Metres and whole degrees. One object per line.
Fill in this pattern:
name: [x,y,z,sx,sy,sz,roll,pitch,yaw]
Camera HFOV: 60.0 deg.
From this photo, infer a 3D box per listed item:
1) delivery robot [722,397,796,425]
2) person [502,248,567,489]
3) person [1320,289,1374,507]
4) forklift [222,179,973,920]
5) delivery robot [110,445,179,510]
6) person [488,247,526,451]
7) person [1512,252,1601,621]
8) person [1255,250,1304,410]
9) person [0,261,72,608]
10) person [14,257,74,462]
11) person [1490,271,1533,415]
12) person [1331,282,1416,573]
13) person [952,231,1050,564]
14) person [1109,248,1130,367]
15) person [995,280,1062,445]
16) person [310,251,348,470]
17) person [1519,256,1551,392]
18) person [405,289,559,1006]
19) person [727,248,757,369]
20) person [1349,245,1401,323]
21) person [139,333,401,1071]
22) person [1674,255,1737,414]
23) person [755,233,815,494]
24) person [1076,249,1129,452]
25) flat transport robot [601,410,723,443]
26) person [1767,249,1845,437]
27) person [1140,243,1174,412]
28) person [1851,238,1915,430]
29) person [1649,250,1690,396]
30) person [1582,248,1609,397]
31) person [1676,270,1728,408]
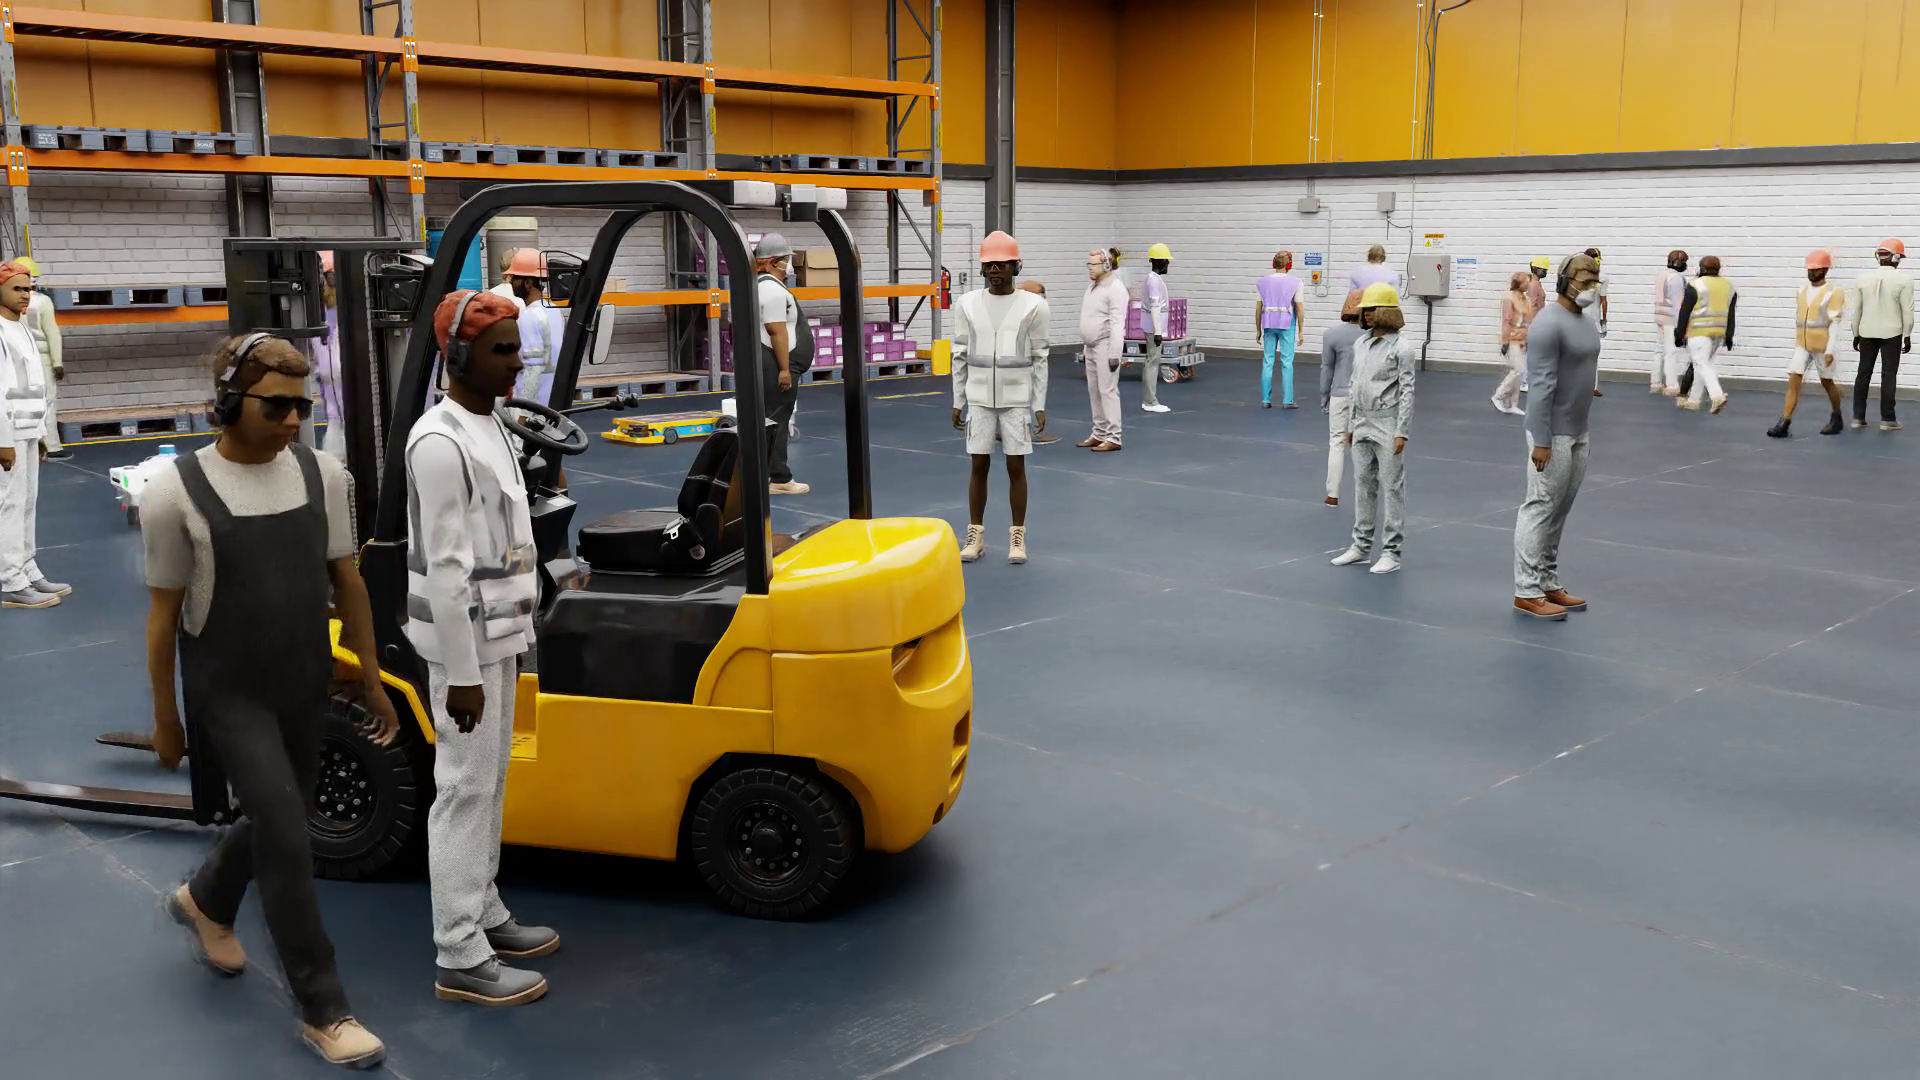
delivery robot: [-1.963,-1.269,16.264,0.707,0.478,0.477,5,11,24]
person: [-2.704,-0.880,10.615,0.354,1.942,0.545,0,10,3]
person: [2.936,-1.049,12.406,0.502,1.626,0.283,2,11,13]
forklift: [-1.114,-0.058,5.440,2.313,2.155,1.214,2,11,13]
delivery robot: [-5.539,-0.422,11.646,0.707,0.478,0.477,-9,14,-42]
person: [-3.190,-1.122,11.949,0.629,1.937,0.376,9,14,40]
person: [3.187,-0.553,8.847,0.351,1.934,0.635,9,14,39]
person: [3.714,-2.438,19.369,0.571,1.843,0.373,5,12,27]
person: [-5.160,-0.574,9.108,0.359,1.882,0.575,-2,11,-13]
person: [-8.311,-1.612,14.904,0.600,1.829,0.404,1,10,6]
person: [6.279,-2.209,18.735,0.362,1.626,0.516,9,14,42]
person: [2.506,-0.671,10.014,0.312,1.744,0.487,-6,12,-29]
person: [0.241,-0.865,10.252,0.605,2.045,0.378,2,11,11]
person: [2.326,-3.518,25.346,0.548,1.811,0.965,9,14,41]
person: [0.617,-1.709,16.094,0.704,1.579,0.551,-2,11,-10]
person: [-3.477,-0.751,9.811,0.719,1.983,0.989,5,11,24]
person: [7.430,-2.784,21.501,0.328,1.760,0.523,4,11,22]
person: [-1.284,0.281,4.438,0.337,1.882,0.583,-1,10,-5]
person: [-1.949,-1.879,16.163,0.610,1.917,0.950,-1,10,-5]
person: [5.398,-2.864,21.575,0.643,1.887,1.014,7,12,32]
person: [-1.805,0.371,4.200,0.906,1.804,0.521,7,13,35]
person: [8.581,-2.351,19.024,0.617,1.810,0.895,-3,11,-17]
person: [-1.416,-1.392,13.134,0.537,2.000,0.682,-4,11,-21]
person: [1.322,-1.781,15.656,0.397,1.898,0.652,-4,11,-20]
flat transport robot: [-2.785,-1.134,16.554,1.431,0.197,0.652,-10,14,-42]
person: [8.614,-1.965,16.709,1.045,1.885,0.557,-5,12,-26]
person: [2.258,-2.435,19.132,0.368,1.927,0.587,0,10,2]
person: [9.658,-2.149,17.413,0.392,1.985,0.610,-8,13,-38]
person: [9.063,-2.737,21.096,0.495,1.839,0.634,0,10,2]
person: [7.874,-2.725,20.890,0.513,1.865,0.329,8,13,39]
person: [8.801,-2.376,19.544,0.853,1.658,0.543,-2,11,-12]
